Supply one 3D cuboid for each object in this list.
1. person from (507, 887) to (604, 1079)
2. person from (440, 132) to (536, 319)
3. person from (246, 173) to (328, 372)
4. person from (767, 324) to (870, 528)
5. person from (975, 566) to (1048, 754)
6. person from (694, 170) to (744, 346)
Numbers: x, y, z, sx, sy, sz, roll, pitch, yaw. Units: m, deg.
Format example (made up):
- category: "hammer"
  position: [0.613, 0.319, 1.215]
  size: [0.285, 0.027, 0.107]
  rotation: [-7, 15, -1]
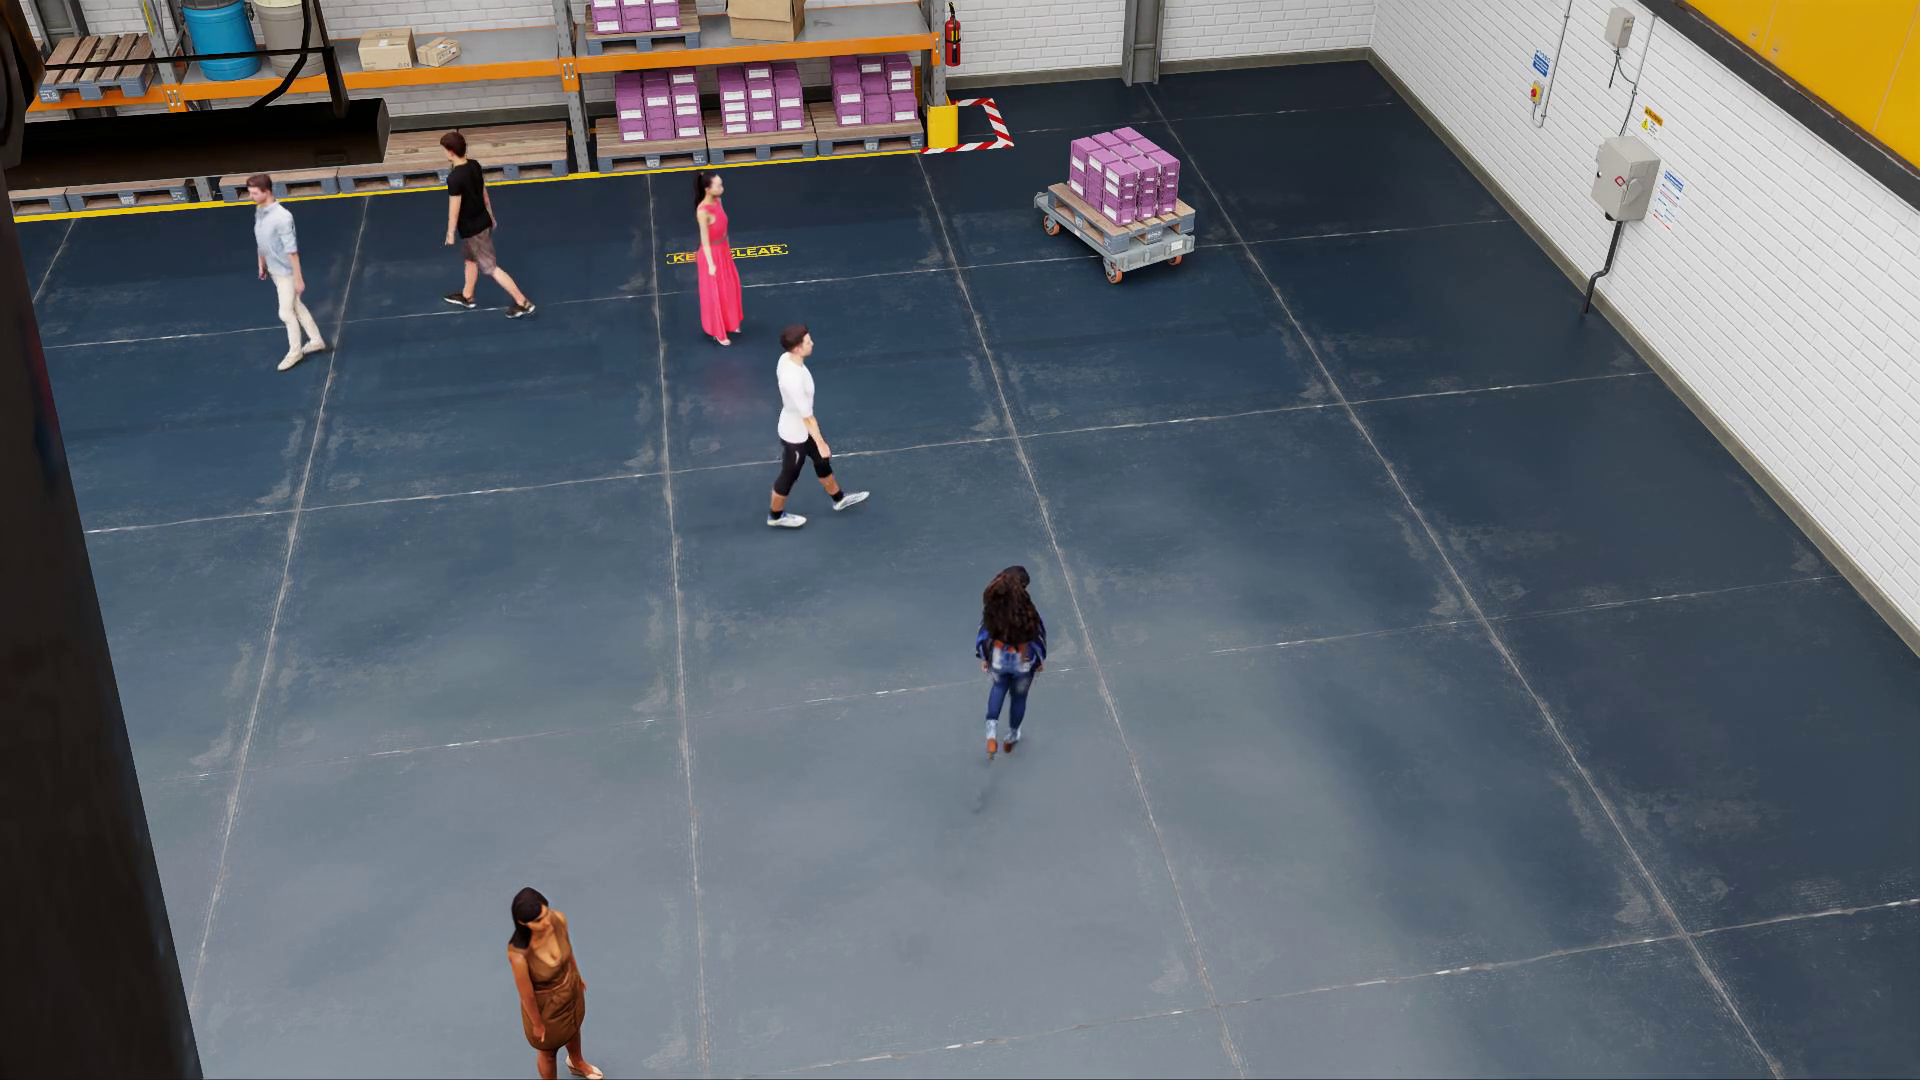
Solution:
- category: "person"
  position: [-2.181, 2.449, 8.890]
  size: [0.672, 1.690, 0.640]
  rotation: [17, 41, 20]
- category: "person"
  position: [-4.422, -2.882, 15.453]
  size: [1.271, 1.831, 0.908]
  rotation: [5, 39, 6]
- category: "person"
  position: [-5.995, -2.435, 14.894]
  size: [0.914, 1.831, 0.860]
  rotation: [-28, 46, -30]
- category: "person"
  position: [-1.356, -0.836, 12.898]
  size: [1.074, 1.823, 0.712]
  rotation: [-3, 39, -4]
- category: "person"
  position: [0.325, 0.846, 10.963]
  size: [0.774, 1.610, 0.833]
  rotation: [13, 40, 15]
- category: "person"
  position: [-2.244, -2.559, 15.138]
  size: [0.734, 1.720, 0.729]
  rotation: [12, 40, 14]
